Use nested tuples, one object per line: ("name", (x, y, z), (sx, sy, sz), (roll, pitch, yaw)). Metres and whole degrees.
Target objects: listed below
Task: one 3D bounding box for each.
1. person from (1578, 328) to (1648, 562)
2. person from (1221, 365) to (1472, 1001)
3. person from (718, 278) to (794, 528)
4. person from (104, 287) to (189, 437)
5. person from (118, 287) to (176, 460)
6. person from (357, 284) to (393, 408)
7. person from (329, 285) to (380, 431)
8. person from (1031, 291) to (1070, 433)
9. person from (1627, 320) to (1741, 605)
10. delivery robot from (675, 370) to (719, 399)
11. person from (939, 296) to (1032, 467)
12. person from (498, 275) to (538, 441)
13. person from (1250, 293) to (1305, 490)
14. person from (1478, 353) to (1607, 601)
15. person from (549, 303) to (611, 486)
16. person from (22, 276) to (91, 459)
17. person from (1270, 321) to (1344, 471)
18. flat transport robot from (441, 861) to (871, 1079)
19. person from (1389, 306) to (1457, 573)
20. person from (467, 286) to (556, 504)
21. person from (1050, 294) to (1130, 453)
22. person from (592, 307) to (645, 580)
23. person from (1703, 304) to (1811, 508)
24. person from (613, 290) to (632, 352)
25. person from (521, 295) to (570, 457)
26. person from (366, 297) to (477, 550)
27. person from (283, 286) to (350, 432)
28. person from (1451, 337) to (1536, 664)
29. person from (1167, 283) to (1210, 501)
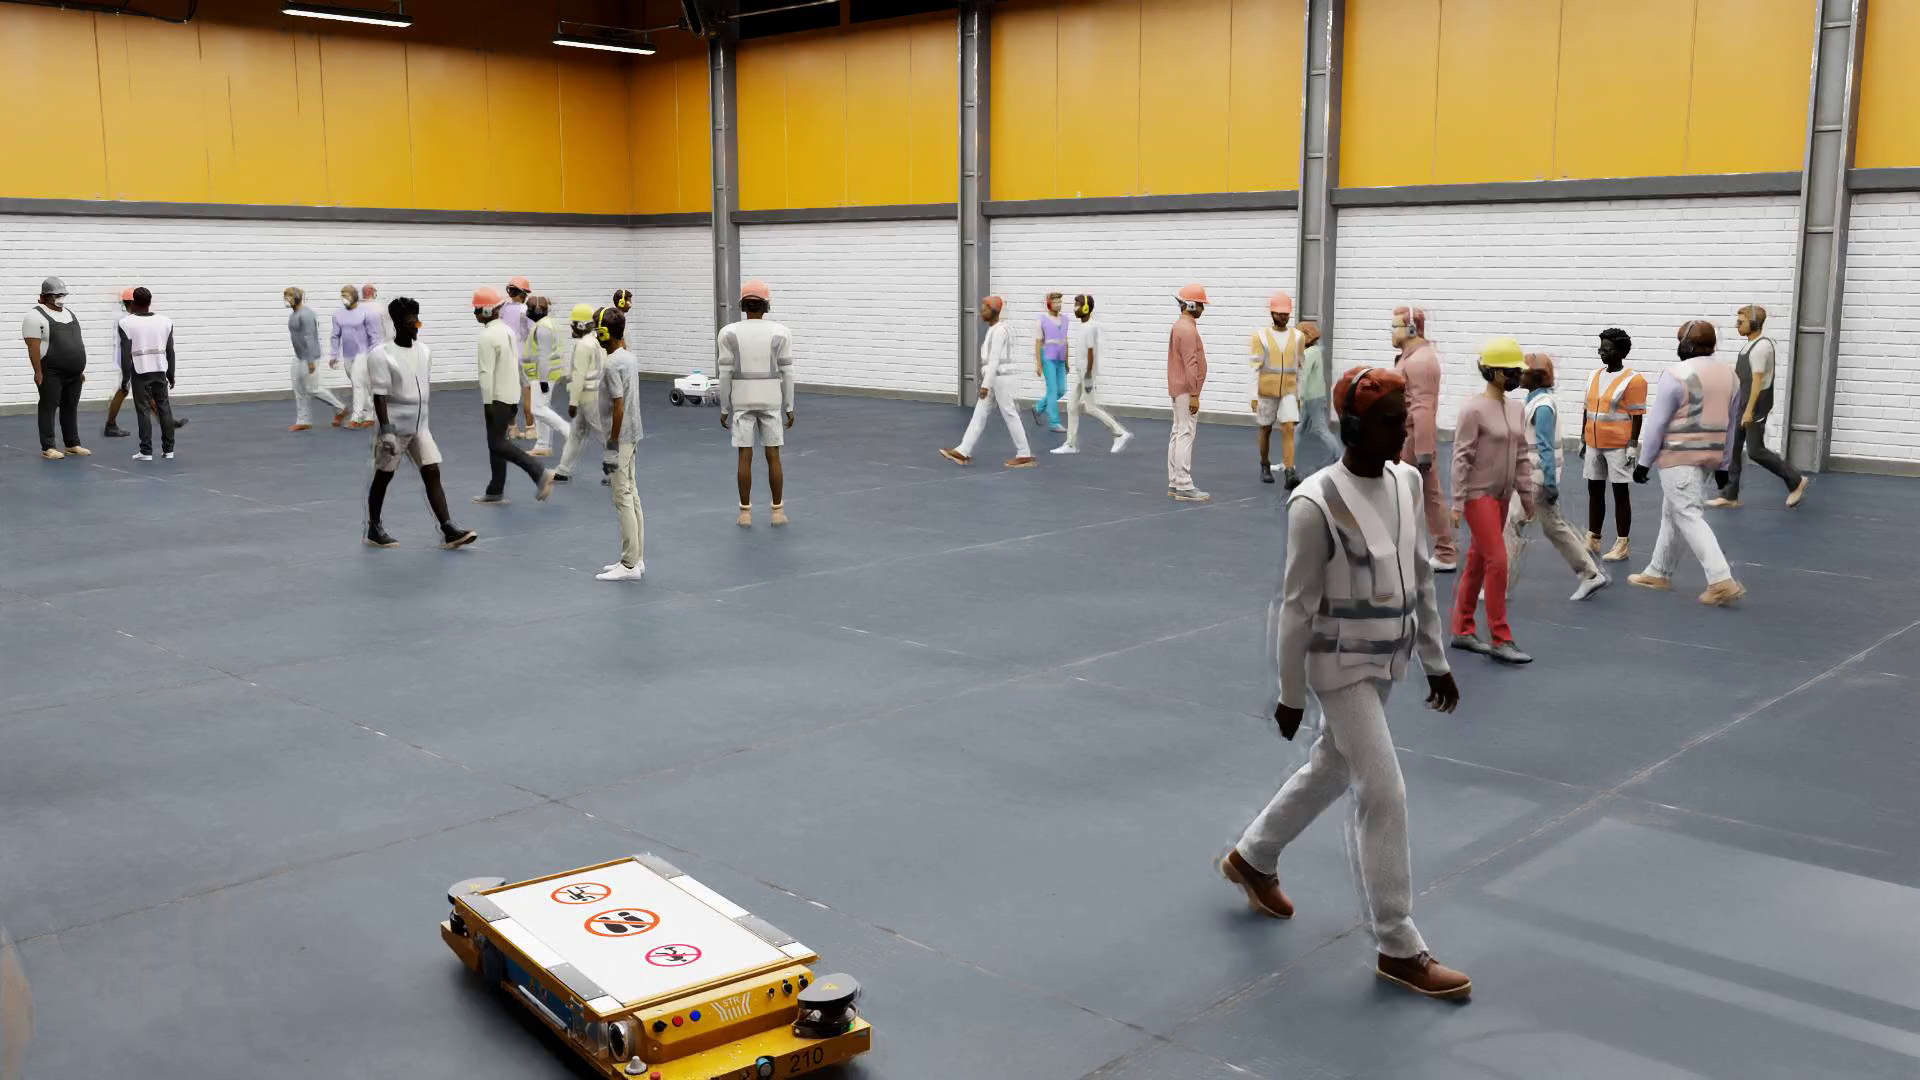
("person", (4.720, -0.691, 12.100), (0.315, 1.696, 0.541), (-5, 10, -26))
("person", (1.166, 0.381, 5.104), (0.966, 1.848, 0.585), (9, 13, 44))
("person", (-1.667, -1.116, 13.648), (0.614, 2.040, 0.391), (-1, 9, -7))
("person", (-10.418, -2.255, 21.111), (1.021, 1.876, 0.564), (-5, 10, -26))
("person", (-9.027, -1.847, 18.513), (0.386, 1.918, 0.596), (8, 12, 40))
("person", (-8.991, -2.966, 25.478), (0.645, 1.893, 0.432), (2, 9, 10))
("person", (-8.012, -2.386, 21.859), (0.625, 1.901, 0.888), (3, 10, 20))
("person", (1.178, -2.318, 21.664), (0.624, 1.831, 0.587), (9, 13, 44))
("person", (4.699, -0.503, 10.654), (0.630, 1.809, 0.930), (-5, 11, -29))
("delivery robot", (-4.059, -2.383, 25.681), (0.707, 0.478, 0.477), (6, 11, 33))
("person", (0.311, -1.673, 17.714), (1.013, 1.821, 0.601), (-1, 9, -9))
("person", (-5.411, -2.234, 20.517), (0.607, 2.039, 0.380), (4, 10, 23))
("person", (3.089, -1.444, 16.162), (0.556, 1.878, 1.015), (-1, 9, -3))
("person", (3.721, -0.391, 10.552), (0.834, 1.600, 0.507), (3, 10, 16))
("person", (-3.665, -1.405, 16.220), (0.919, 1.783, 0.612), (0, 9, 1))
("person", (-10.090, -1.937, 18.687), (0.535, 2.000, 0.685), (3, 10, 18))
("person", (3.647, -1.463, 17.174), (0.855, 1.585, 0.533), (4, 10, 21))
("flat transport robot", (-0.924, 1.213, 4.785), (0.652, 0.197, 1.431), (-7, 12, -37))
("person", (3.031, -0.686, 11.562), (0.975, 1.853, 0.676), (2, 10, 15))
("person", (-4.026, -1.272, 14.848), (0.774, 1.973, 0.627), (1, 9, 7))
("person", (1.502, -1.893, 19.042), (0.841, 1.847, 0.521), (-1, 9, -5))
("person", (-2.341, -0.651, 11.351), (0.333, 1.864, 0.520), (0, 9, 2))
("person", (7.041, -1.156, 14.595), (0.770, 1.820, 0.519), (1, 9, 7))
("person", (-4.217, -2.192, 20.796), (0.329, 1.865, 0.515), (-4, 10, -25))
("person", (-4.622, -1.826, 18.666), (0.564, 1.832, 0.628), (-2, 9, -12))
("person", (-4.150, -0.863, 12.507), (1.011, 1.905, 0.620), (5, 11, 30))
("person", (-8.424, -2.358, 21.685), (0.715, 1.911, 0.646), (-8, 12, -41))
("person", (2.954, -0.208, 8.966), (0.547, 1.741, 0.711), (-8, 12, -40))
("person", (2.098, -1.362, 15.312), (0.380, 1.993, 0.610), (-1, 9, -5))
